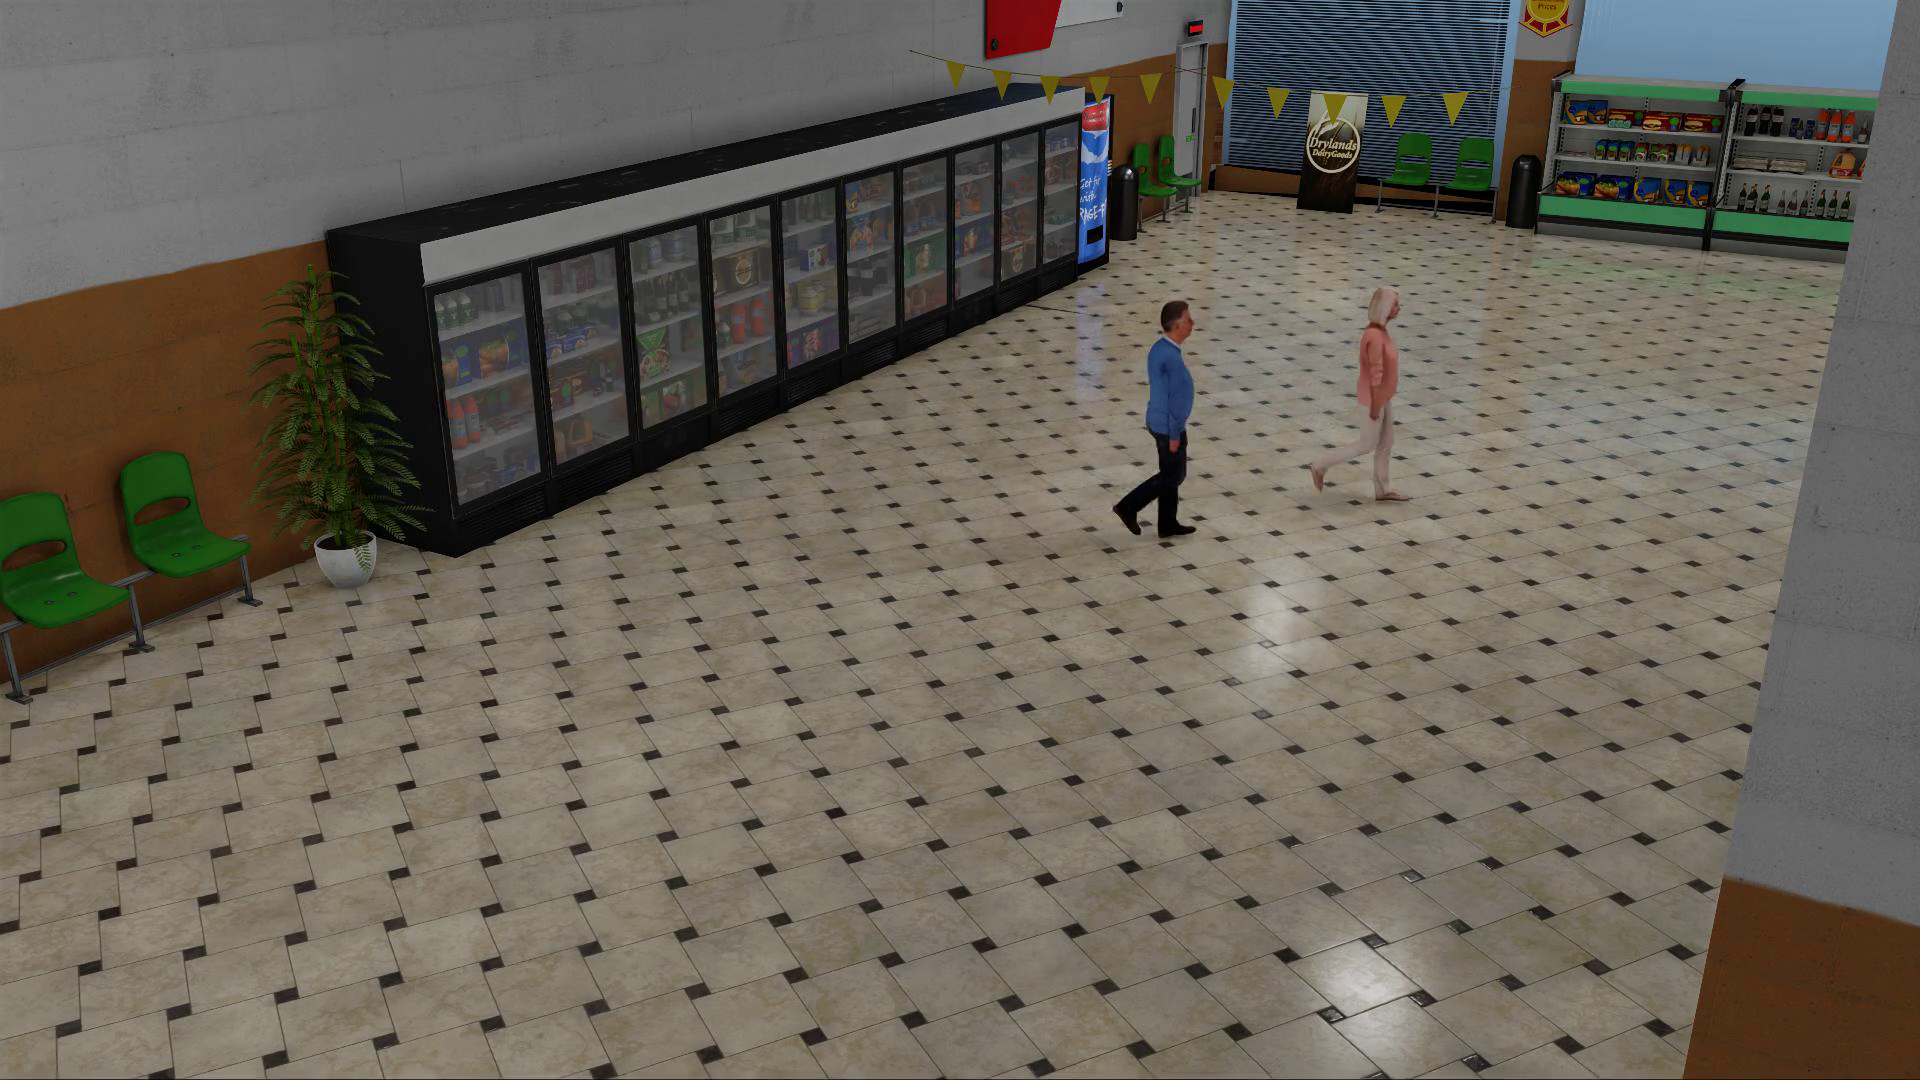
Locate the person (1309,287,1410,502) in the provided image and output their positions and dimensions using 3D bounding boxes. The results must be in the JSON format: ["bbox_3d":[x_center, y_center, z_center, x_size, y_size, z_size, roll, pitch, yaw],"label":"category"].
[{"bbox_3d":[3.130,-1.107,12.885,1.072,1.703,0.770,6,23,14],"label":"person"}]

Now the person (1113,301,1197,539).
[{"bbox_3d":[1.432,-0.850,12.113,1.026,1.803,0.933,-3,22,-7],"label":"person"}]
